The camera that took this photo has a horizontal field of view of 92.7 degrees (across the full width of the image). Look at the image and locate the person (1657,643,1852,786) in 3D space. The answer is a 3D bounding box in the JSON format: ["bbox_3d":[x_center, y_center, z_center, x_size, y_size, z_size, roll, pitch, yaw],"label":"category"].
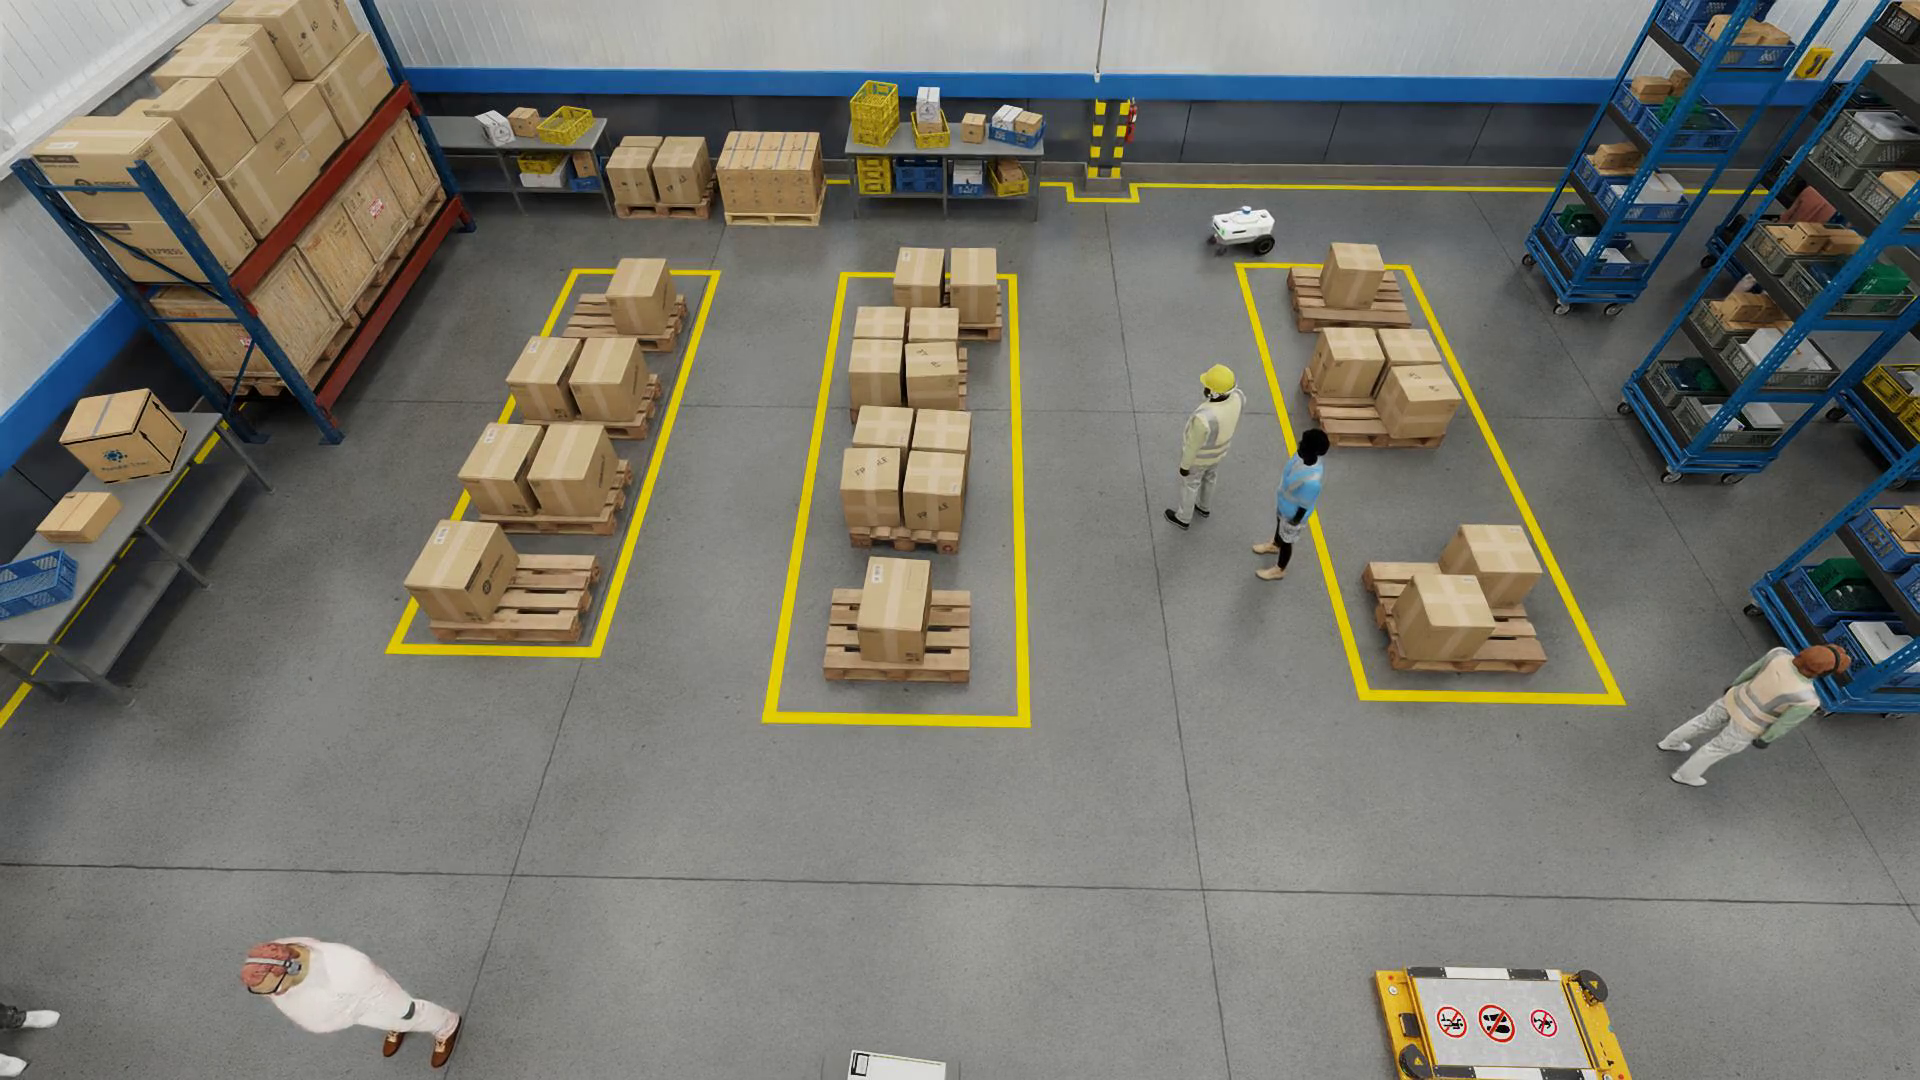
[{"bbox_3d":[5.664,1.240,6.588,0.317,1.633,0.521,5,51,4],"label":"person"}]

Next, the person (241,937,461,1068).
[{"bbox_3d":[-3.479,2.657,5.264,0.647,1.900,0.401,8,51,6],"label":"person"}]

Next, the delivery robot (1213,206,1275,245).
[{"bbox_3d":[3.520,-3.919,11.423,0.707,0.478,0.477,-9,51,-7],"label":"delivery robot"}]

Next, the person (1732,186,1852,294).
[{"bbox_3d":[9.069,-3.155,9.948,0.406,1.981,0.624,-18,53,-14],"label":"person"}]

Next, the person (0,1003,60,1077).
[{"bbox_3d":[-6.153,2.703,5.219,0.405,1.907,0.602,2,51,1],"label":"person"}]

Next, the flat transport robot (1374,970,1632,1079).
[{"bbox_3d":[3.501,3.133,5.914,1.431,0.197,0.652,1,51,1],"label":"flat transport robot"}]

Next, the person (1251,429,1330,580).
[{"bbox_3d":[2.834,-0.306,7.809,0.320,1.692,0.541,5,51,4],"label":"person"}]

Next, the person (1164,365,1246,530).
[{"bbox_3d":[2.163,-0.818,8.143,0.591,1.827,0.403,-32,58,-23],"label":"person"}]
